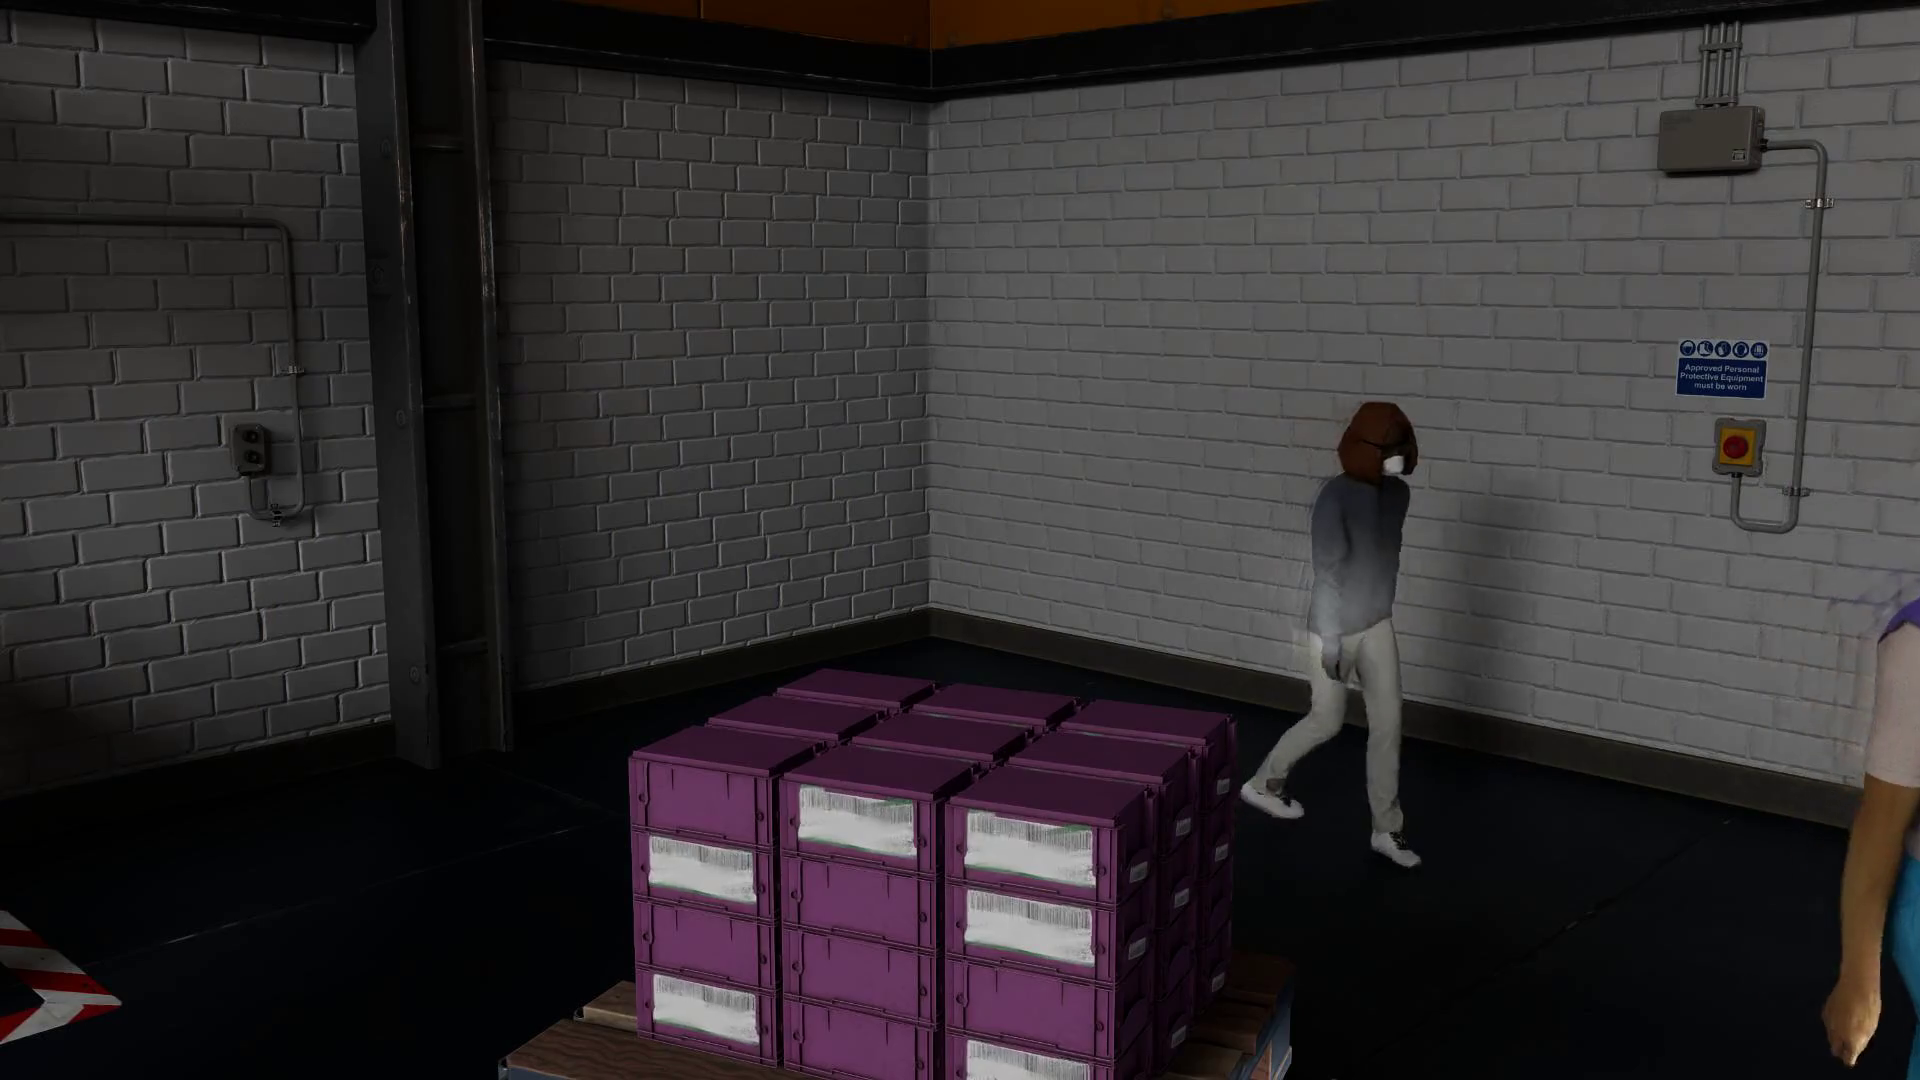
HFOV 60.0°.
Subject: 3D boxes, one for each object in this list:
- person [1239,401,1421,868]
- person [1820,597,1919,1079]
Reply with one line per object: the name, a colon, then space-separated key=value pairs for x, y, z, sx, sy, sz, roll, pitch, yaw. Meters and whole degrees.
person: x=1.310 y=0.294 z=5.780 sx=0.506 sy=1.589 sz=0.687 roll=-6 pitch=11 yaw=-34
person: x=1.757 y=0.699 z=2.634 sx=0.587 sy=1.798 sz=0.926 roll=-4 pitch=10 yaw=-23
